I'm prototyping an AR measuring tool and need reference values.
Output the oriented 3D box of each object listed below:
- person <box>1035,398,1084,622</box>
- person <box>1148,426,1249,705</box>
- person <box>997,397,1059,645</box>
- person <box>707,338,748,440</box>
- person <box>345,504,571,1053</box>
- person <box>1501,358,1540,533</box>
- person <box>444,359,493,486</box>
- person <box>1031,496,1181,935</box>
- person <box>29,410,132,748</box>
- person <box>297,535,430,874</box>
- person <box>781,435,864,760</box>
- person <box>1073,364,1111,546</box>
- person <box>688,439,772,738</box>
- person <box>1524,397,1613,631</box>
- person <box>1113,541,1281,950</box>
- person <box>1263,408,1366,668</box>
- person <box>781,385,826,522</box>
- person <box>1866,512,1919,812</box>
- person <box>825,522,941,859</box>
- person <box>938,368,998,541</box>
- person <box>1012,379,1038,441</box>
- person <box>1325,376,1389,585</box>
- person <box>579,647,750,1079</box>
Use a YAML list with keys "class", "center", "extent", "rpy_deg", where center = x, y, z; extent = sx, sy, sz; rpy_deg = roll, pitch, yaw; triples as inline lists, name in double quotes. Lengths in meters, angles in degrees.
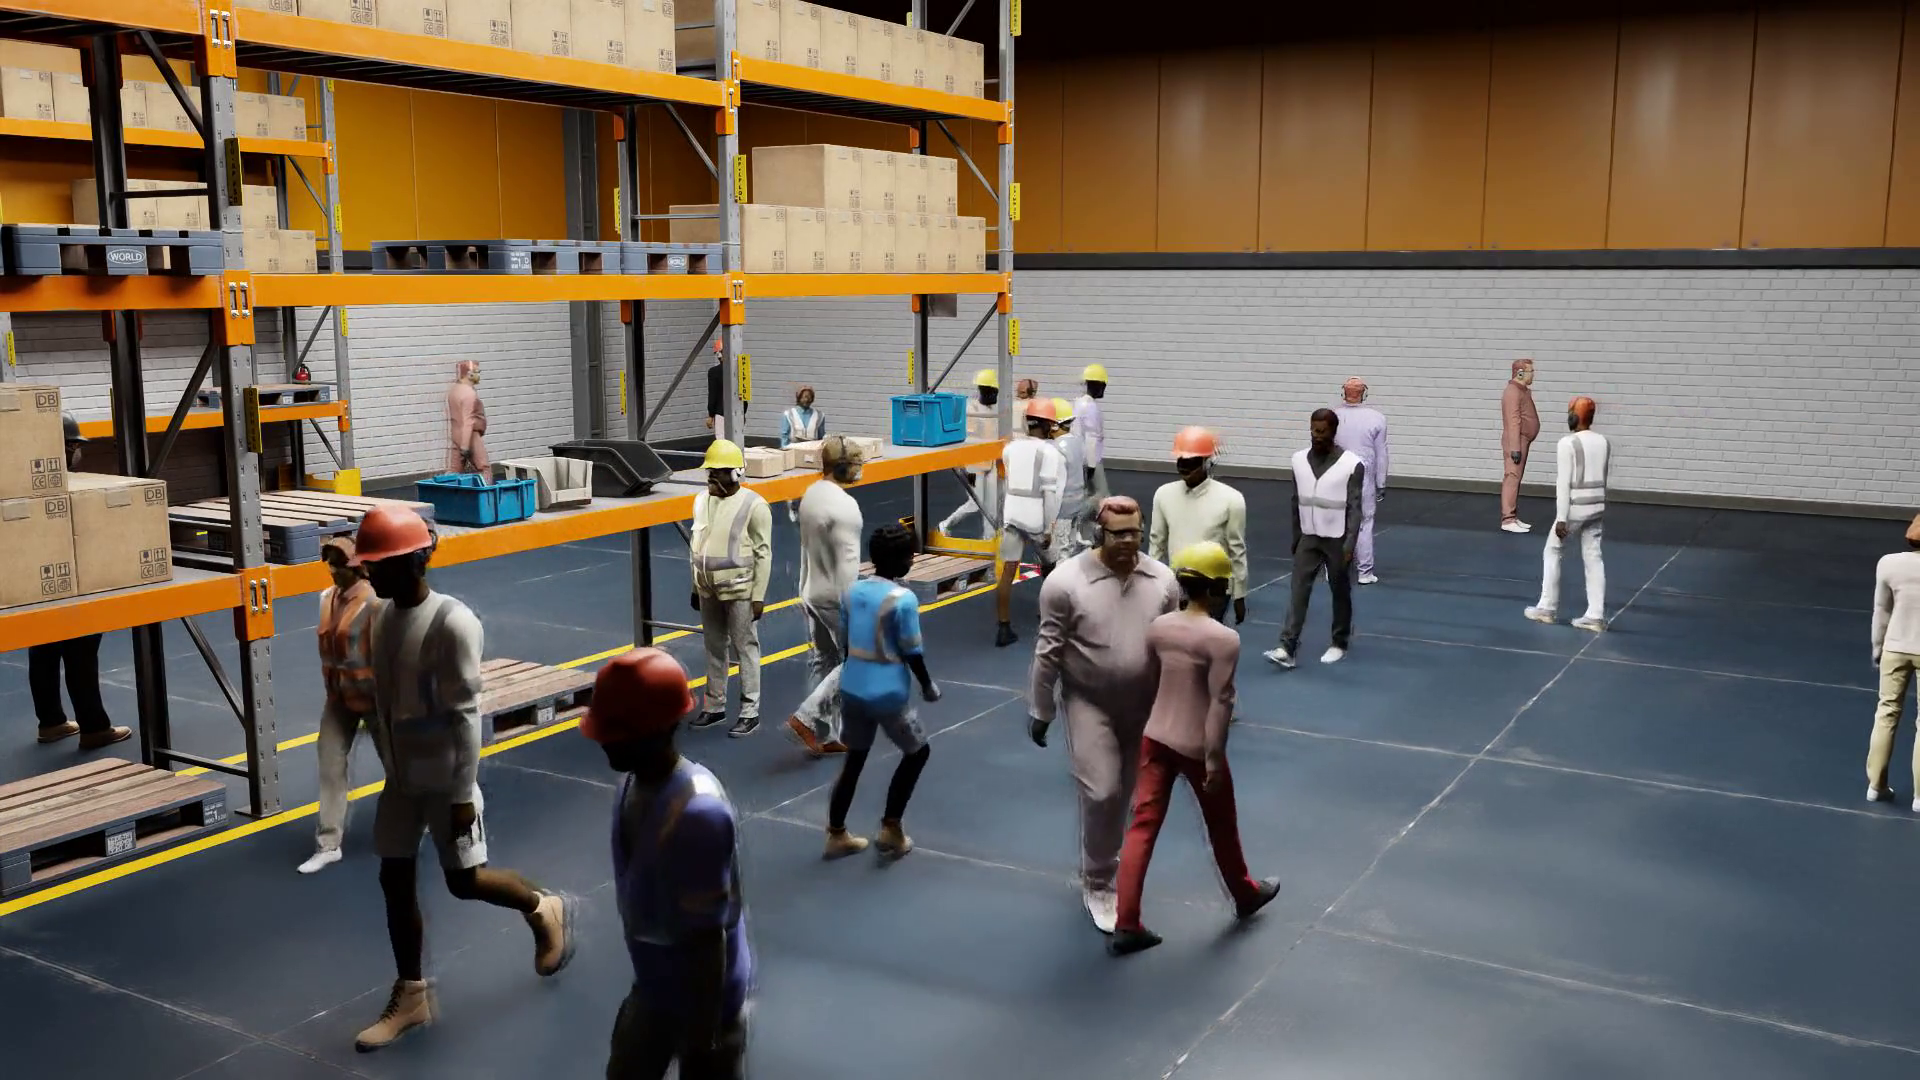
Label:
- class: "person"
  center: [0.798, -0.241, 13.565]
  extent: [0.403, 1.835, 0.586]
  rpy_deg: [3, 10, 20]
- class: "person"
  center: [1.465, 0.267, 10.060]
  extent: [0.632, 1.957, 0.987]
  rpy_deg: [7, 12, 38]
- class: "person"
  center: [0.578, -0.156, 12.875]
  extent: [0.579, 1.874, 0.969]
  rpy_deg: [7, 12, 38]
- class: "person"
  center: [-3.089, -1.676, 22.048]
  extent: [0.608, 1.987, 0.388]
  rpy_deg: [-8, 12, -41]
- class: "person"
  center: [-1.929, 0.841, 6.282]
  extent: [0.623, 2.009, 0.861]
  rpy_deg: [6, 11, 34]
- class: "person"
  center: [6.172, -1.045, 18.354]
  extent: [0.410, 1.912, 0.643]
  rpy_deg: [4, 10, 22]
- class: "person"
  center: [-5.743, -1.150, 19.156]
  extent: [0.921, 1.869, 0.640]
  rpy_deg: [-7, 11, -36]
- class: "person"
  center: [0.696, 0.750, 7.222]
  extent: [0.680, 1.878, 0.725]
  rpy_deg: [-3, 10, -20]
- class: "person"
  center: [-5.377, 0.223, 10.027]
  extent: [0.678, 2.000, 0.536]
  rpy_deg: [4, 10, 24]
- class: "person"
  center: [-2.865, 0.751, 8.112]
  extent: [0.519, 1.601, 0.836]
  rpy_deg: [5, 10, 29]
- class: "person"
  center: [-0.759, 0.358, 9.569]
  extent: [0.494, 1.921, 0.703]
  rpy_deg: [-4, 10, -26]
- class: "person"
  center: [1.339, -0.863, 17.200]
  extent: [0.447, 1.912, 0.591]
  rpy_deg: [-1, 9, -8]
- class: "person"
  center: [-1.438, 0.294, 10.228]
  extent: [0.586, 1.835, 0.404]
  rpy_deg: [6, 11, 32]
- class: "person"
  center: [4.921, -0.225, 13.400]
  extent: [0.604, 1.850, 0.817]
  rpy_deg: [-4, 10, -26]
- class: "person"
  center: [0.996, 0.858, 7.078]
  extent: [0.954, 1.701, 0.536]
  rpy_deg: [-8, 12, -39]
- class: "person"
  center: [2.552, 0.006, 11.888]
  extent: [0.623, 1.871, 0.957]
  rpy_deg: [8, 12, 41]
- class: "person"
  center: [-1.744, -0.916, 18.445]
  extent: [0.518, 1.618, 0.583]
  rpy_deg: [-3, 9, -16]
- class: "person"
  center: [5.084, 0.624, 8.814]
  extent: [0.270, 1.627, 0.502]
  rpy_deg: [-7, 12, -39]
- class: "person"
  center: [-0.380, 0.741, 7.955]
  extent: [0.492, 1.659, 0.544]
  rpy_deg: [-7, 12, -38]
- class: "person"
  center: [0.147, -0.766, 16.625]
  extent: [0.678, 1.905, 0.590]
  rpy_deg: [6, 11, 35]
- class: "person"
  center: [0.736, -1.034, 19.132]
  extent: [0.314, 1.633, 0.542]
  rpy_deg: [-6, 11, -32]
- class: "person"
  center: [3.591, -0.542, 15.207]
  extent: [0.647, 1.913, 0.409]
  rpy_deg: [4, 10, 23]
- class: "person"
  center: [-0.746, 1.189, 4.441]
  extent: [0.585, 1.902, 0.560]
  rpy_deg: [-7, 12, -38]
